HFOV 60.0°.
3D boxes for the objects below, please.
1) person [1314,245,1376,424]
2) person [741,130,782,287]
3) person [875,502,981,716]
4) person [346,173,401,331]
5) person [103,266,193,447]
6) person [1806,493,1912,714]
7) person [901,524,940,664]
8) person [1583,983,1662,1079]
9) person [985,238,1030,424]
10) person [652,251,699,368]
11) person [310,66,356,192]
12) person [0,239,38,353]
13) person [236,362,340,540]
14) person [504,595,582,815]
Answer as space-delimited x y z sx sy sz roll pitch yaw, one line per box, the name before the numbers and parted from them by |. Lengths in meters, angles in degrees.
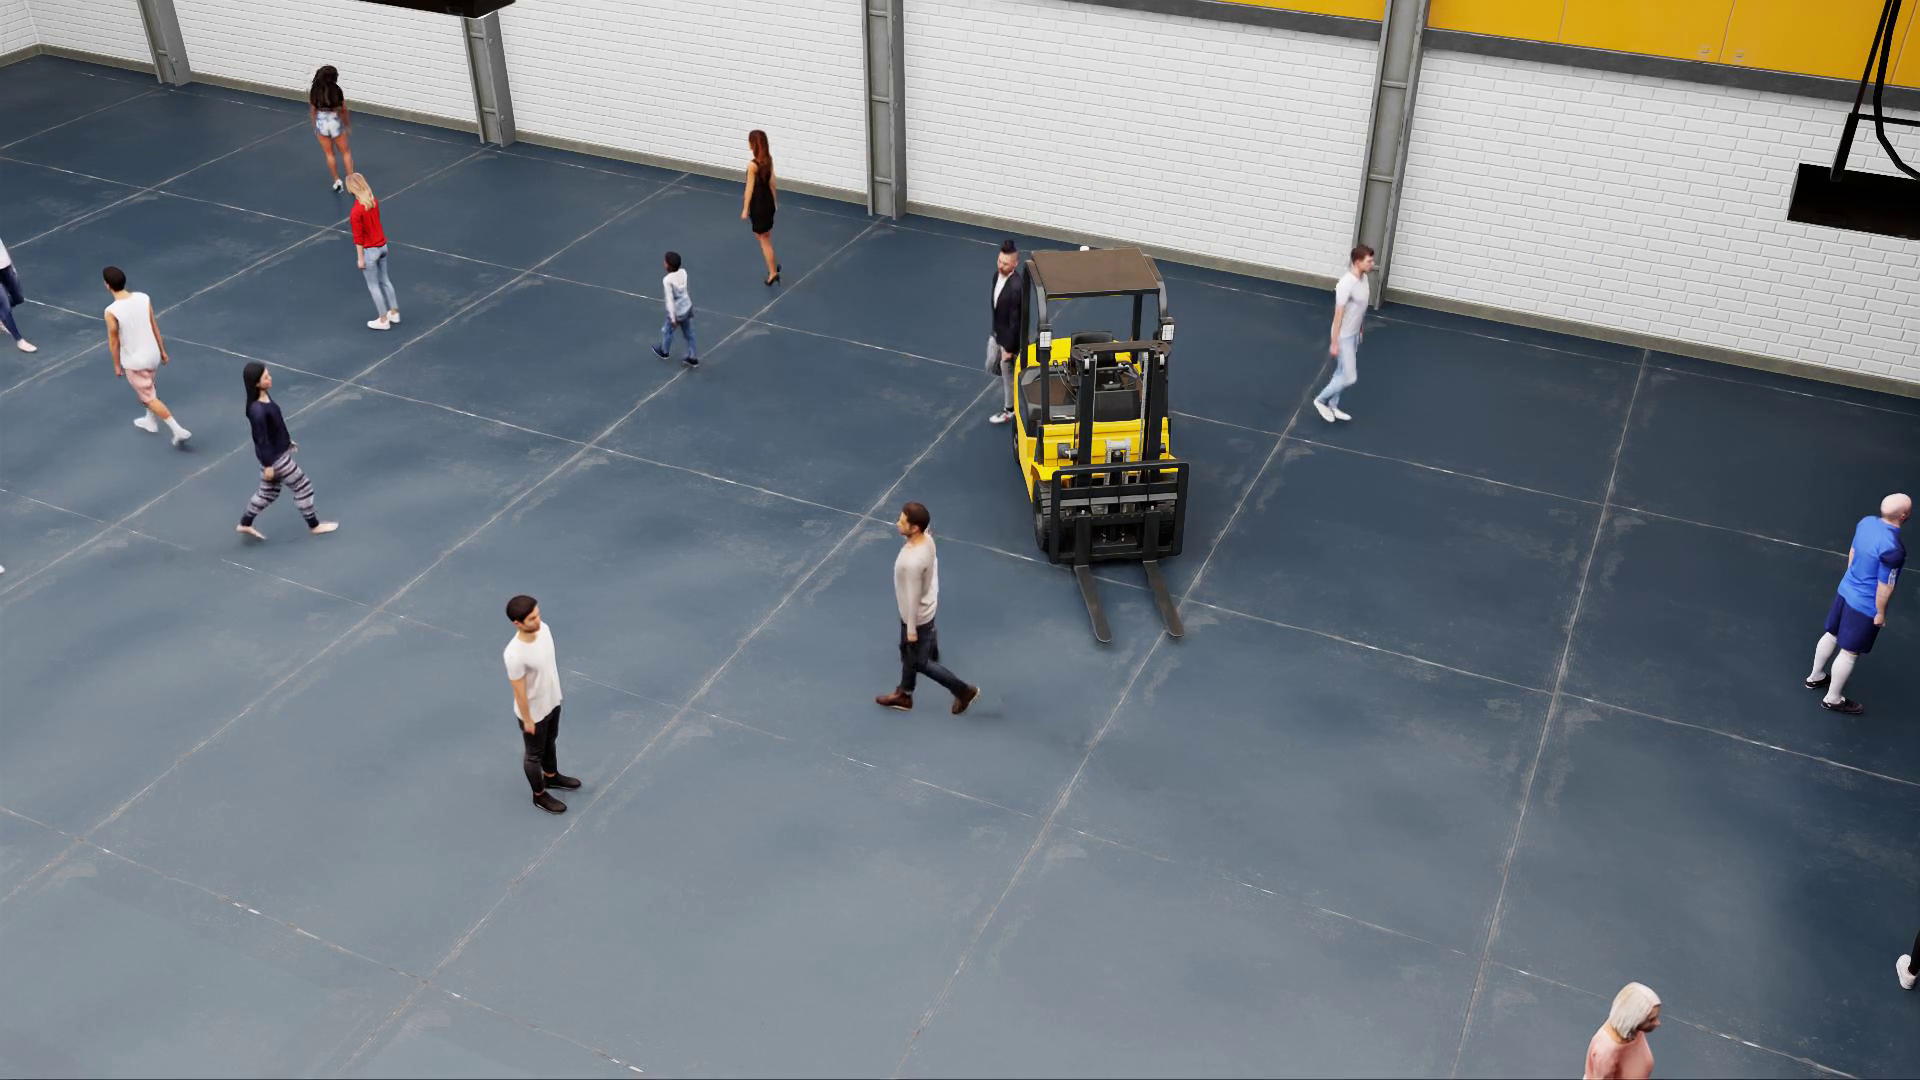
person | 3.611 -1.979 15.937 0.706 1.837 0.730 21 39 29
person | -2.113 -3.633 18.437 0.594 1.824 0.592 13 36 19
person | -0.239 0.540 12.134 1.133 1.852 0.903 2 34 3
person | -6.245 -3.071 17.704 0.597 1.699 0.668 7 34 10
person | -7.626 -1.680 15.560 1.111 1.756 0.680 16 37 23
person | 6.671 0.436 12.297 0.734 1.844 0.753 -1 34 -1
person | -0.304 0.414 12.845 0.460 1.274 0.579 20 39 27
person | 3.356 2.921 8.666 0.603 1.725 0.651 24 40 31
person | 0.555 -1.986 15.855 0.957 1.939 0.891 -14 36 -20
person | -2.839 -2.342 17.027 0.837 1.234 0.617 27 42 34
person | -7.935 -5.166 20.947 0.686 1.597 0.768 -14 36 -20
person | -10.062 -2.789 17.255 0.857 1.727 0.599 13 36 18
person | -5.945 -0.727 14.176 1.100 1.701 1.057 -13 36 -18
person | -2.907 1.093 11.419 0.584 1.722 0.658 9 35 13
